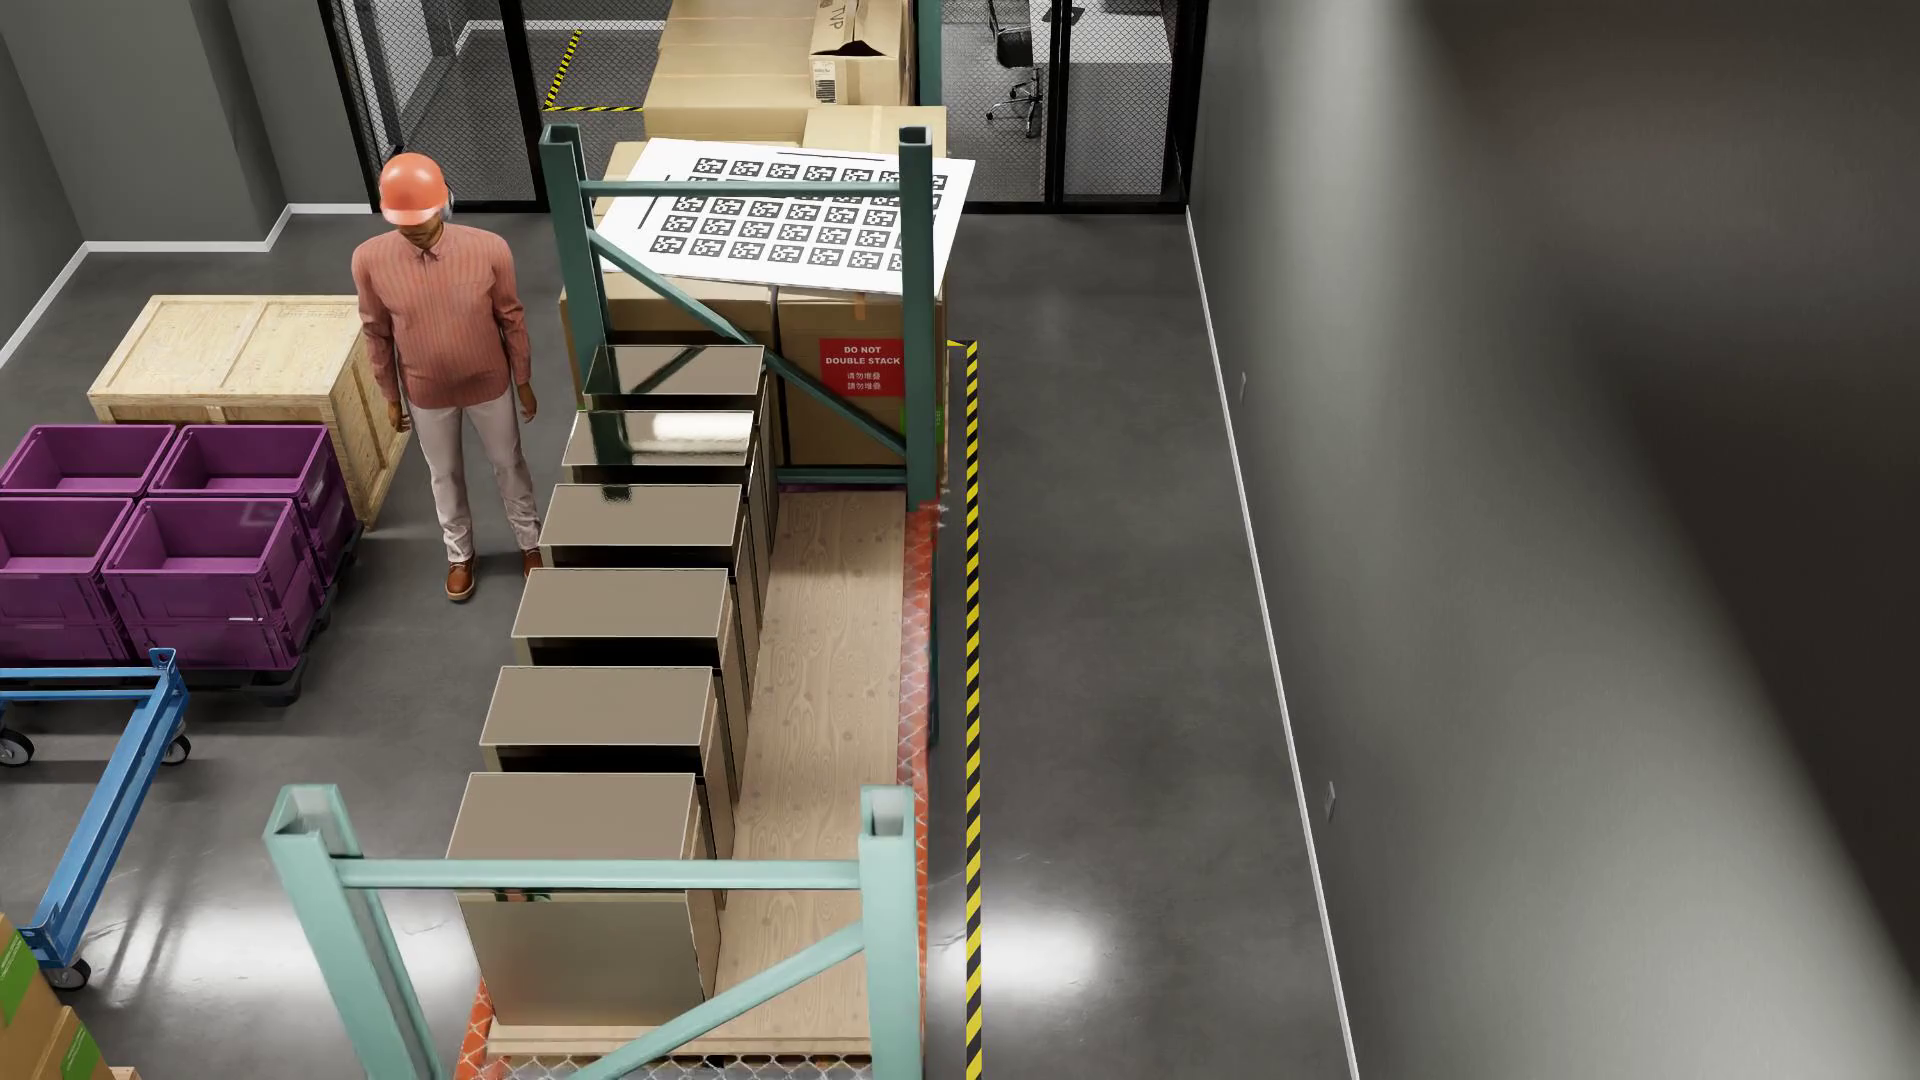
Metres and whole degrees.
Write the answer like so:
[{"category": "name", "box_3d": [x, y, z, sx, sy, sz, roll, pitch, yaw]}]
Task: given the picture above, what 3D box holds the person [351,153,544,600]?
[{"category": "person", "box_3d": [-1.978, -0.619, 6.553, 0.612, 1.993, 0.378, -10, 42, -11]}]
